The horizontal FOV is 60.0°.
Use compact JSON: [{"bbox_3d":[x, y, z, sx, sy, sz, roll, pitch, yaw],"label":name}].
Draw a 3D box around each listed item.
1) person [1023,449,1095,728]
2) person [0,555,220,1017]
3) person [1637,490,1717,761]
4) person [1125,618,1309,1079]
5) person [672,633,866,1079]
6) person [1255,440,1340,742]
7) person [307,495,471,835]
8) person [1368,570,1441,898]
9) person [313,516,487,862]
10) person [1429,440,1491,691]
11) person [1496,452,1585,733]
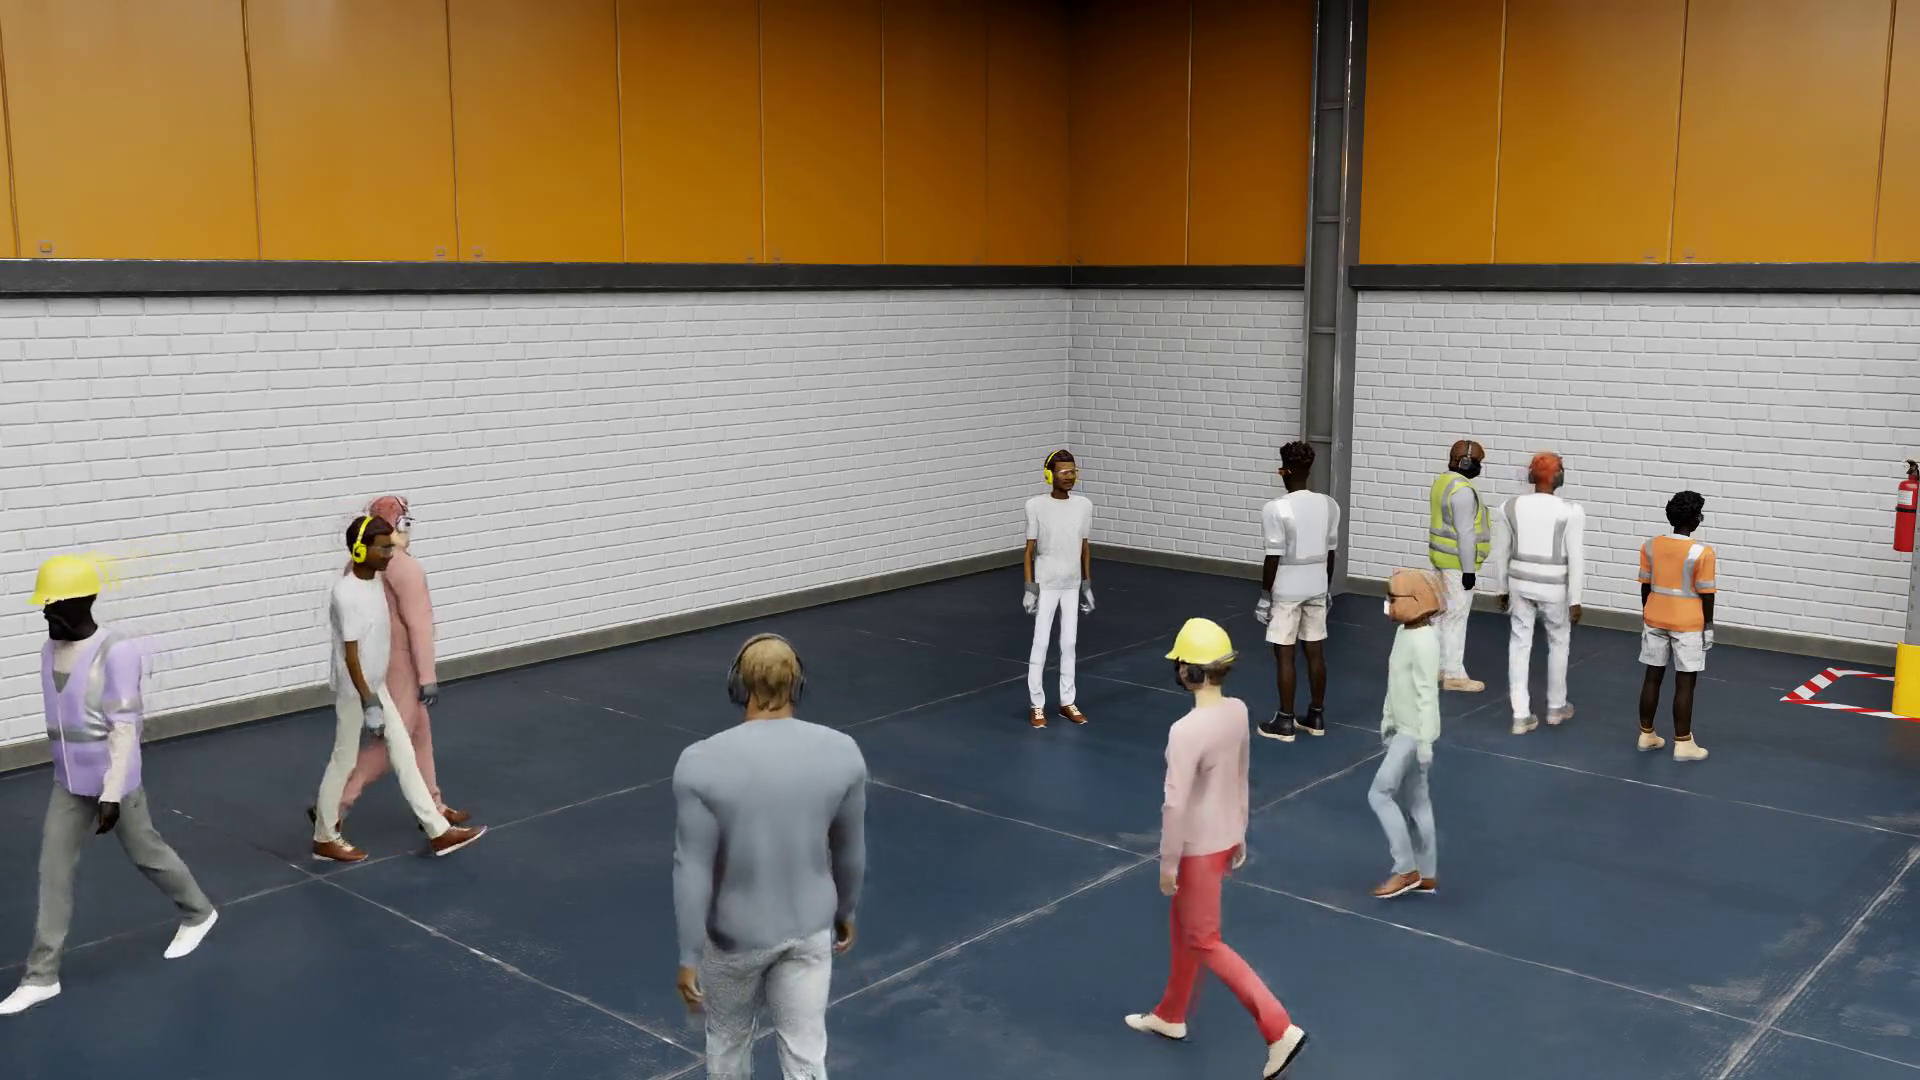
[{"bbox_3d":[0.667,0.324,11.204,0.508,1.877,0.329,-3,10,-20],"label":"person"},{"bbox_3d":[-3.664,0.978,7.098,0.590,1.883,1.009,4,10,22],"label":"person"},{"bbox_3d":[4.505,0.533,10.450,0.316,1.696,0.540,-5,10,-30],"label":"person"},{"bbox_3d":[0.995,1.163,6.344,0.785,1.741,0.523,7,11,36],"label":"person"},{"bbox_3d":[-0.640,1.228,5.413,0.661,1.901,0.917,-4,10,-21],"label":"person"},{"bbox_3d":[2.193,0.331,10.871,0.610,1.964,0.366,-5,10,-28],"label":"person"},{"bbox_3d":[-3.089,0.699,8.868,0.861,1.870,0.651,-8,12,-41],"label":"person"},{"bbox_3d":[2.139,0.946,8.078,0.474,1.616,0.534,1,9,6],"label":"person"},{"bbox_3d":[-2.942,0.782,8.487,0.955,1.813,0.550,1,9,7],"label":"person"},{"bbox_3d":[3.671,0.180,12.231,0.430,1.838,0.619,0,9,-1],"label":"person"},{"bbox_3d":[3.928,0.334,11.172,0.606,1.859,0.774,7,11,36],"label":"person"}]
